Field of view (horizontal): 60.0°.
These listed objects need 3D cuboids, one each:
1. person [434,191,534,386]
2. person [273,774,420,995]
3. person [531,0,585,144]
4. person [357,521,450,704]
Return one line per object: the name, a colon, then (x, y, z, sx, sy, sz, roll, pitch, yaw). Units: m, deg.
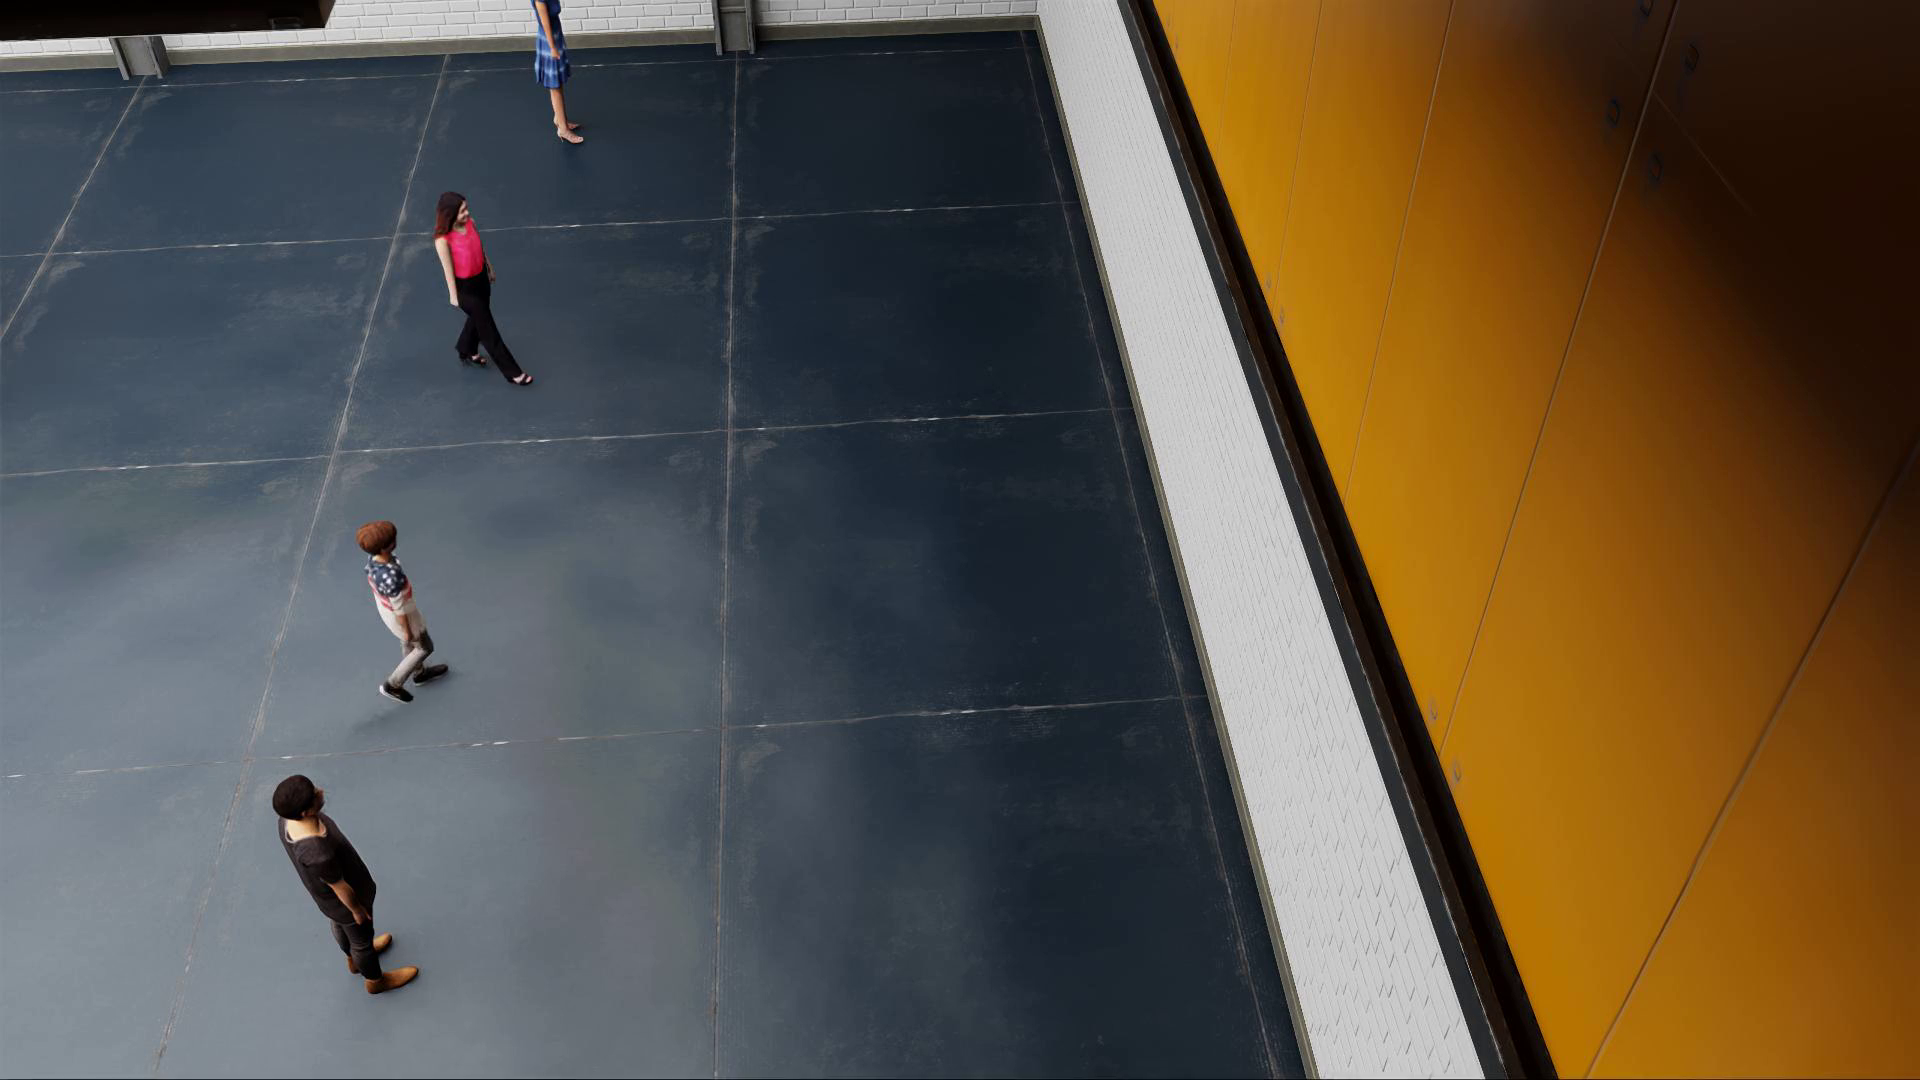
person: (-3.825, -1.961, 12.857, 1.039, 1.635, 0.817, 12, 45, 12)
person: (-3.312, 1.828, 8.818, 0.742, 1.719, 0.709, -32, 52, -29)
person: (-3.784, -4.575, 15.475, 0.622, 1.808, 0.702, -10, 45, -10)
person: (-3.583, 0.469, 10.453, 0.805, 1.432, 0.716, -30, 51, -28)
